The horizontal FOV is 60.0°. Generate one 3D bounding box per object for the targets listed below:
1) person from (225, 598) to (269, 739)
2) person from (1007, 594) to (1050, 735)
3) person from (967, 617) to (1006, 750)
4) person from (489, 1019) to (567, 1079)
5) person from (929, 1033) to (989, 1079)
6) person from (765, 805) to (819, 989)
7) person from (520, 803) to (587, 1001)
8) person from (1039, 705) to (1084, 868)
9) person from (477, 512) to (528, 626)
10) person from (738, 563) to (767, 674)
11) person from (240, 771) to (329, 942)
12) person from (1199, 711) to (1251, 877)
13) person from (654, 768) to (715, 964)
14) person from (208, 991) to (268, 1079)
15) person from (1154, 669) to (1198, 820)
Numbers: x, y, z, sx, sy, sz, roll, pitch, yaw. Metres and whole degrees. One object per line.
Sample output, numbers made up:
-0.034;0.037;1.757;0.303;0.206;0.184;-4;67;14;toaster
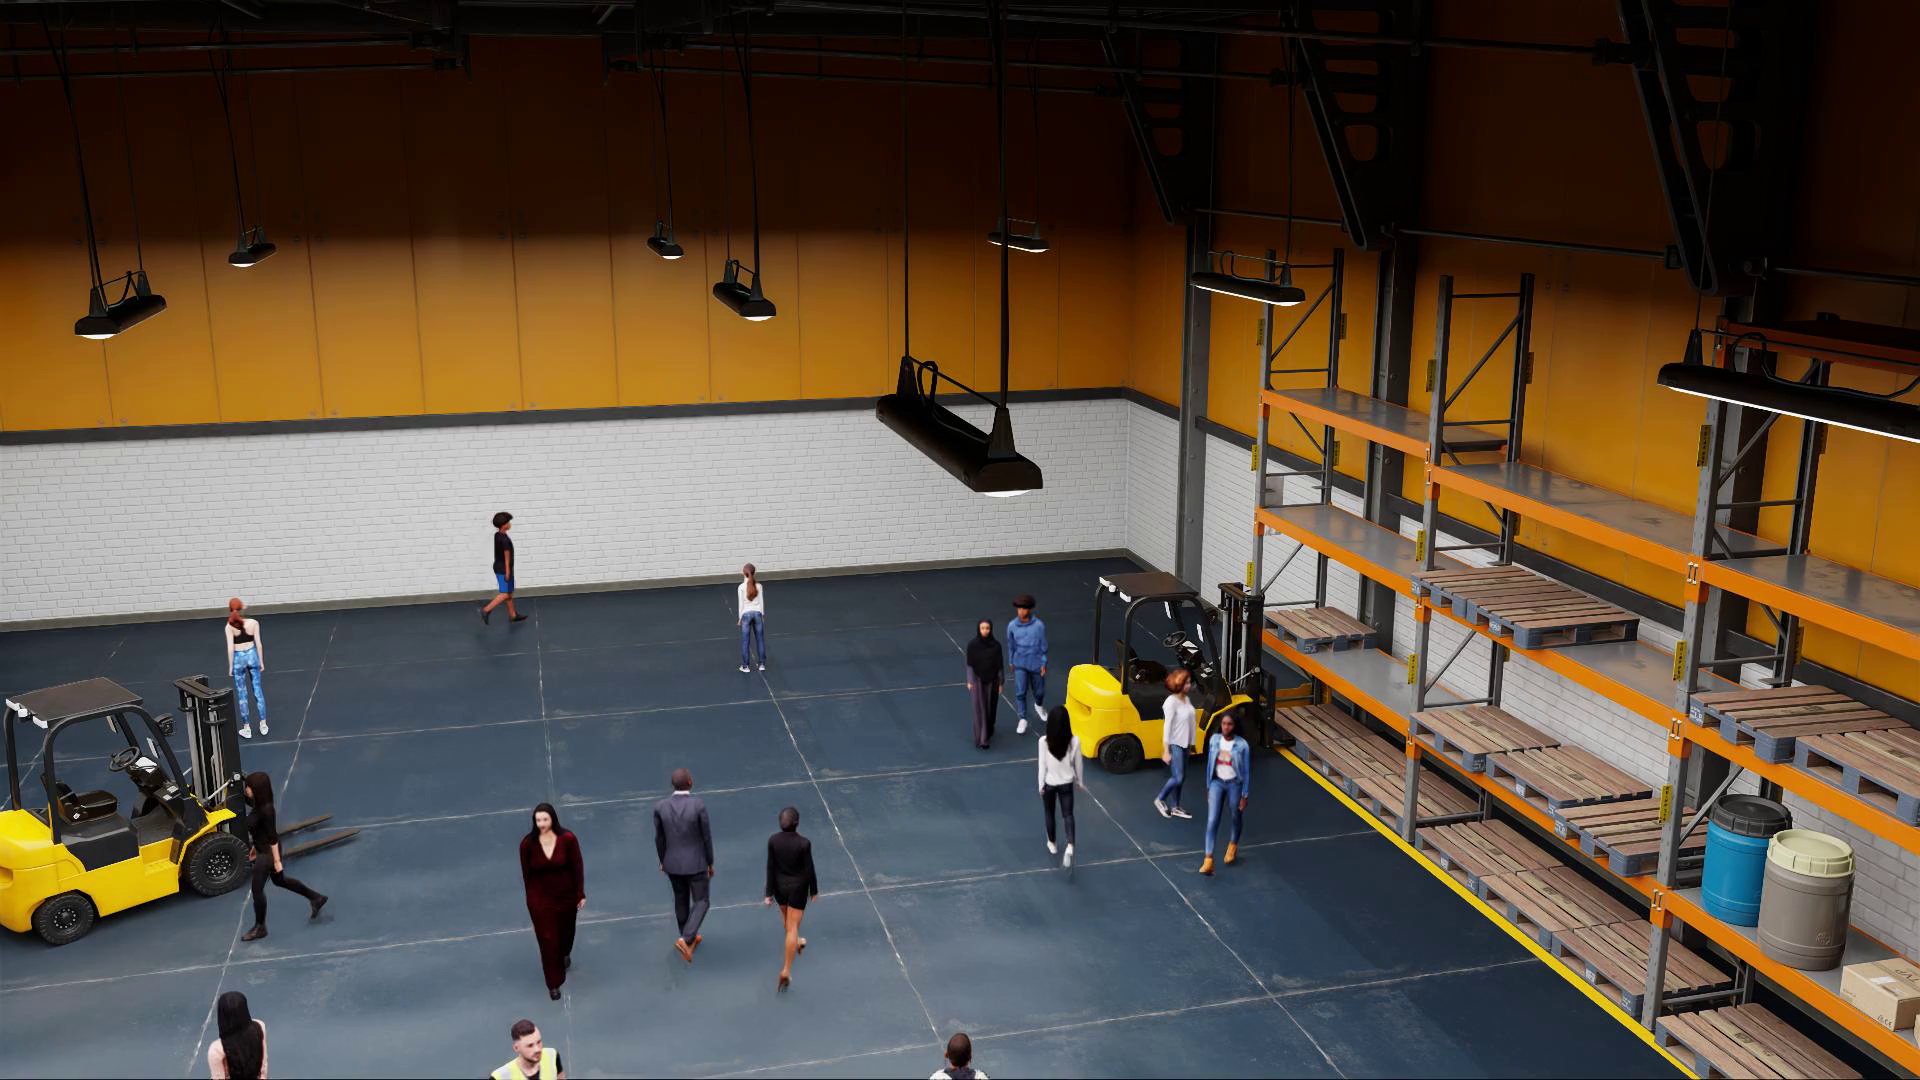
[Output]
-8.927;1.583;20.781;0.654;1.784;0.667;-11;17;-37;person
0.884;1.533;20.979;0.907;1.788;1.021;2;14;8;person
0.314;1.726;20.586;0.752;1.598;1.109;-1;14;-3;person
-2.844;3.959;10.928;1.247;1.804;1.093;12;18;40;person
-0.013;4.081;11.237;0.815;1.419;1.033;1;14;6;person
-1.503;3.170;14.638;0.894;1.589;1.129;3;14;11;person
-3.574;3.110;14.659;0.697;1.697;1.101;-5;14;-18;person
1.025;2.536;17.068;0.744;1.679;1.073;-1;14;-5;person
-7.048;0.464;25.422;0.896;1.775;1.047;-9;17;-34;person
-2.930;1.079;23.340;0.544;1.559;0.548;-5;14;-20;person
-6.397;2.923;15.600;0.770;1.618;1.018;-7;15;-27;person
2.767;2.555;17.000;1.090;1.673;1.200;6;15;24;person
-2.493;2.961;15.036;0.948;1.810;1.055;4;14;15;person
-4.860;3.898;11.379;0.951;1.708;0.891;8;16;29;person
2.324;2.225;18.290;0.830;1.708;0.789;10;17;37;person
